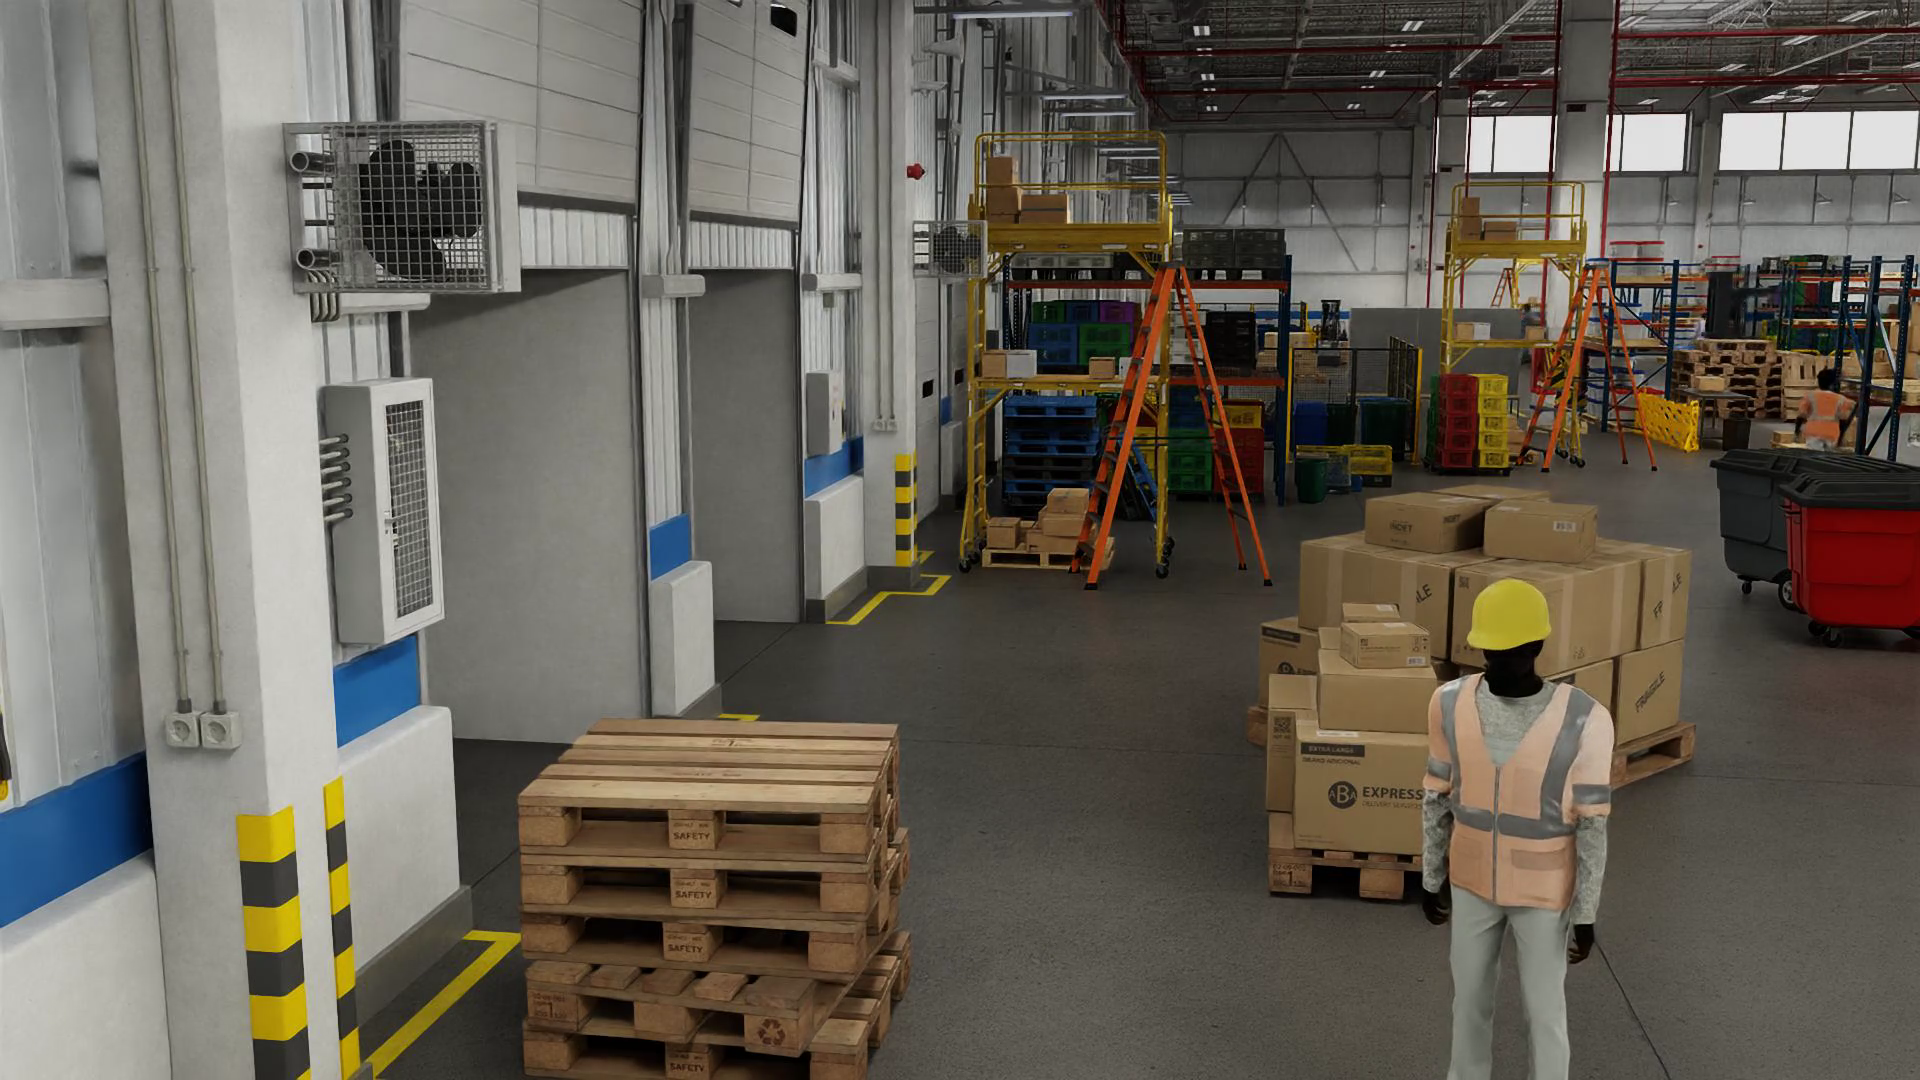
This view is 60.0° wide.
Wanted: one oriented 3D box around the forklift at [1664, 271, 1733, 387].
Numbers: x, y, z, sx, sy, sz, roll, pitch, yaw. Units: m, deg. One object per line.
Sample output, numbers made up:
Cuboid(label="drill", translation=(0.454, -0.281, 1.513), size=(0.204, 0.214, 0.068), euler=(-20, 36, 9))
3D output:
Cuboid(label="forklift", translation=(17.600, -4.861, 38.747), size=(1.873, 2.768, 1.129), euler=(1, 9, 9))

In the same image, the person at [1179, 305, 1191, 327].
Cuboid(label="person", translation=(6.141, -5.359, 44.754), size=(0.543, 1.930, 0.389), euler=(-6, 11, -33))

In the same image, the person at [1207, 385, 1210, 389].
Cuboid(label="person", translation=(5.157, -3.652, 35.142), size=(0.323, 1.631, 0.523), euler=(-5, 11, -29))

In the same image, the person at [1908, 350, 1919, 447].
Cuboid(label="person", translation=(15.592, -2.368, 26.887), size=(0.319, 1.739, 0.485), euler=(9, 13, 43))

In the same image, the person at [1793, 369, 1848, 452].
Cuboid(label="person", translation=(10.521, -1.257, 20.297), size=(0.534, 1.656, 0.883), euler=(2, 9, 12))

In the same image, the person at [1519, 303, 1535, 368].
Cuboid(label="person", translation=(16.467, -5.966, 48.583), size=(0.948, 1.901, 0.649), euler=(5, 11, 29))

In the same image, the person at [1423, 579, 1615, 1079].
Cuboid(label="person", translation=(1.701, 1.062, 5.179), size=(0.585, 1.920, 0.395), euler=(7, 12, 39))

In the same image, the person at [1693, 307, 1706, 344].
Cuboid(label="person", translation=(19.201, -5.042, 42.900), size=(0.570, 1.901, 0.737), euler=(4, 10, 24))

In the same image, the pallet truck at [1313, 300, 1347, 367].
Cuboid(label="pallet truck", translation=(11.159, -6.200, 49.718), size=(0.823, 1.965, 1.885), euler=(4, 10, 26))
